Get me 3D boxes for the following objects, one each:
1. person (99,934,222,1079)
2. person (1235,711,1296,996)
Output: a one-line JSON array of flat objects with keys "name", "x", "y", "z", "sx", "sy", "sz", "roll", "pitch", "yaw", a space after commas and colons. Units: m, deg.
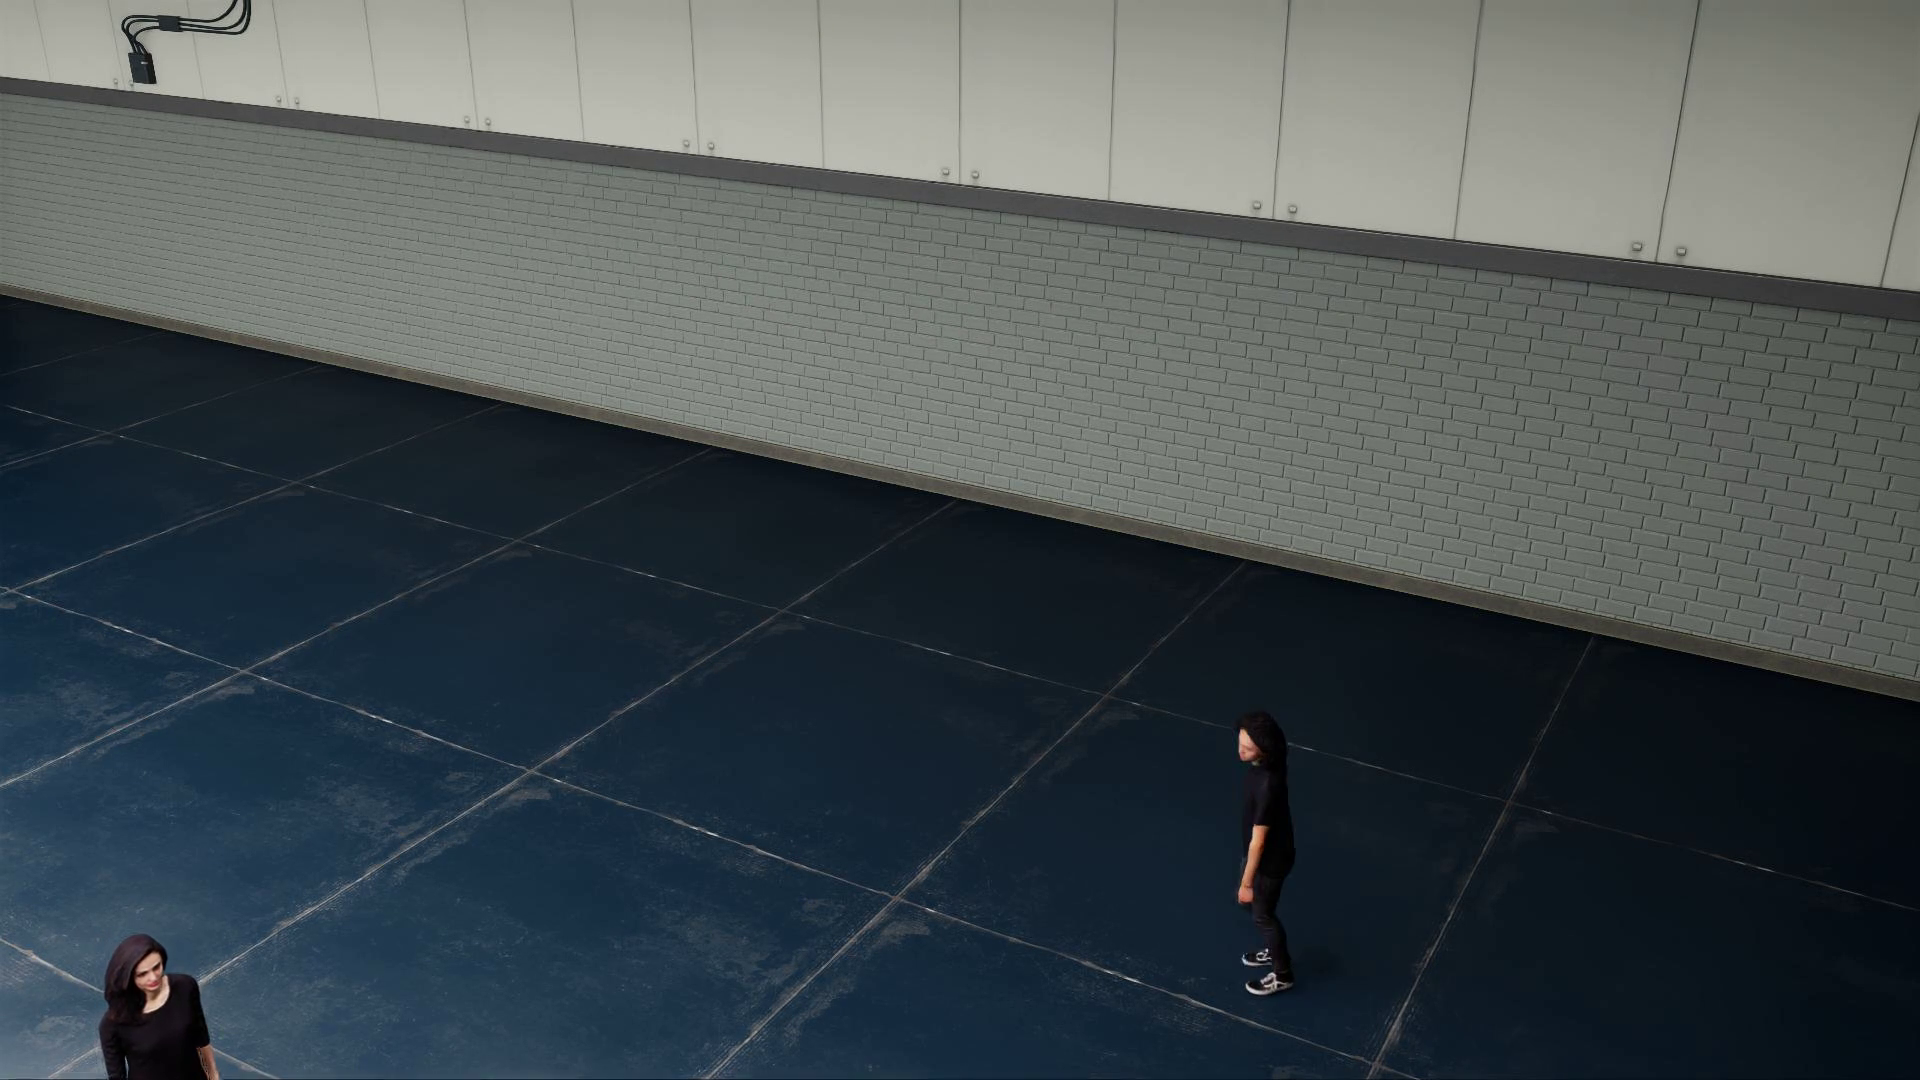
[{"name": "person", "x": -3.447, "y": 2.466, "z": 7.254, "sx": 0.702, "sy": 1.803, "sz": 0.494, "roll": 16, "pitch": 28, "yaw": 33}, {"name": "person", "x": 1.733, "y": 1.700, "z": 9.063, "sx": 0.847, "sy": 1.796, "sz": 0.744, "roll": 8, "pitch": 24, "yaw": 18}]
